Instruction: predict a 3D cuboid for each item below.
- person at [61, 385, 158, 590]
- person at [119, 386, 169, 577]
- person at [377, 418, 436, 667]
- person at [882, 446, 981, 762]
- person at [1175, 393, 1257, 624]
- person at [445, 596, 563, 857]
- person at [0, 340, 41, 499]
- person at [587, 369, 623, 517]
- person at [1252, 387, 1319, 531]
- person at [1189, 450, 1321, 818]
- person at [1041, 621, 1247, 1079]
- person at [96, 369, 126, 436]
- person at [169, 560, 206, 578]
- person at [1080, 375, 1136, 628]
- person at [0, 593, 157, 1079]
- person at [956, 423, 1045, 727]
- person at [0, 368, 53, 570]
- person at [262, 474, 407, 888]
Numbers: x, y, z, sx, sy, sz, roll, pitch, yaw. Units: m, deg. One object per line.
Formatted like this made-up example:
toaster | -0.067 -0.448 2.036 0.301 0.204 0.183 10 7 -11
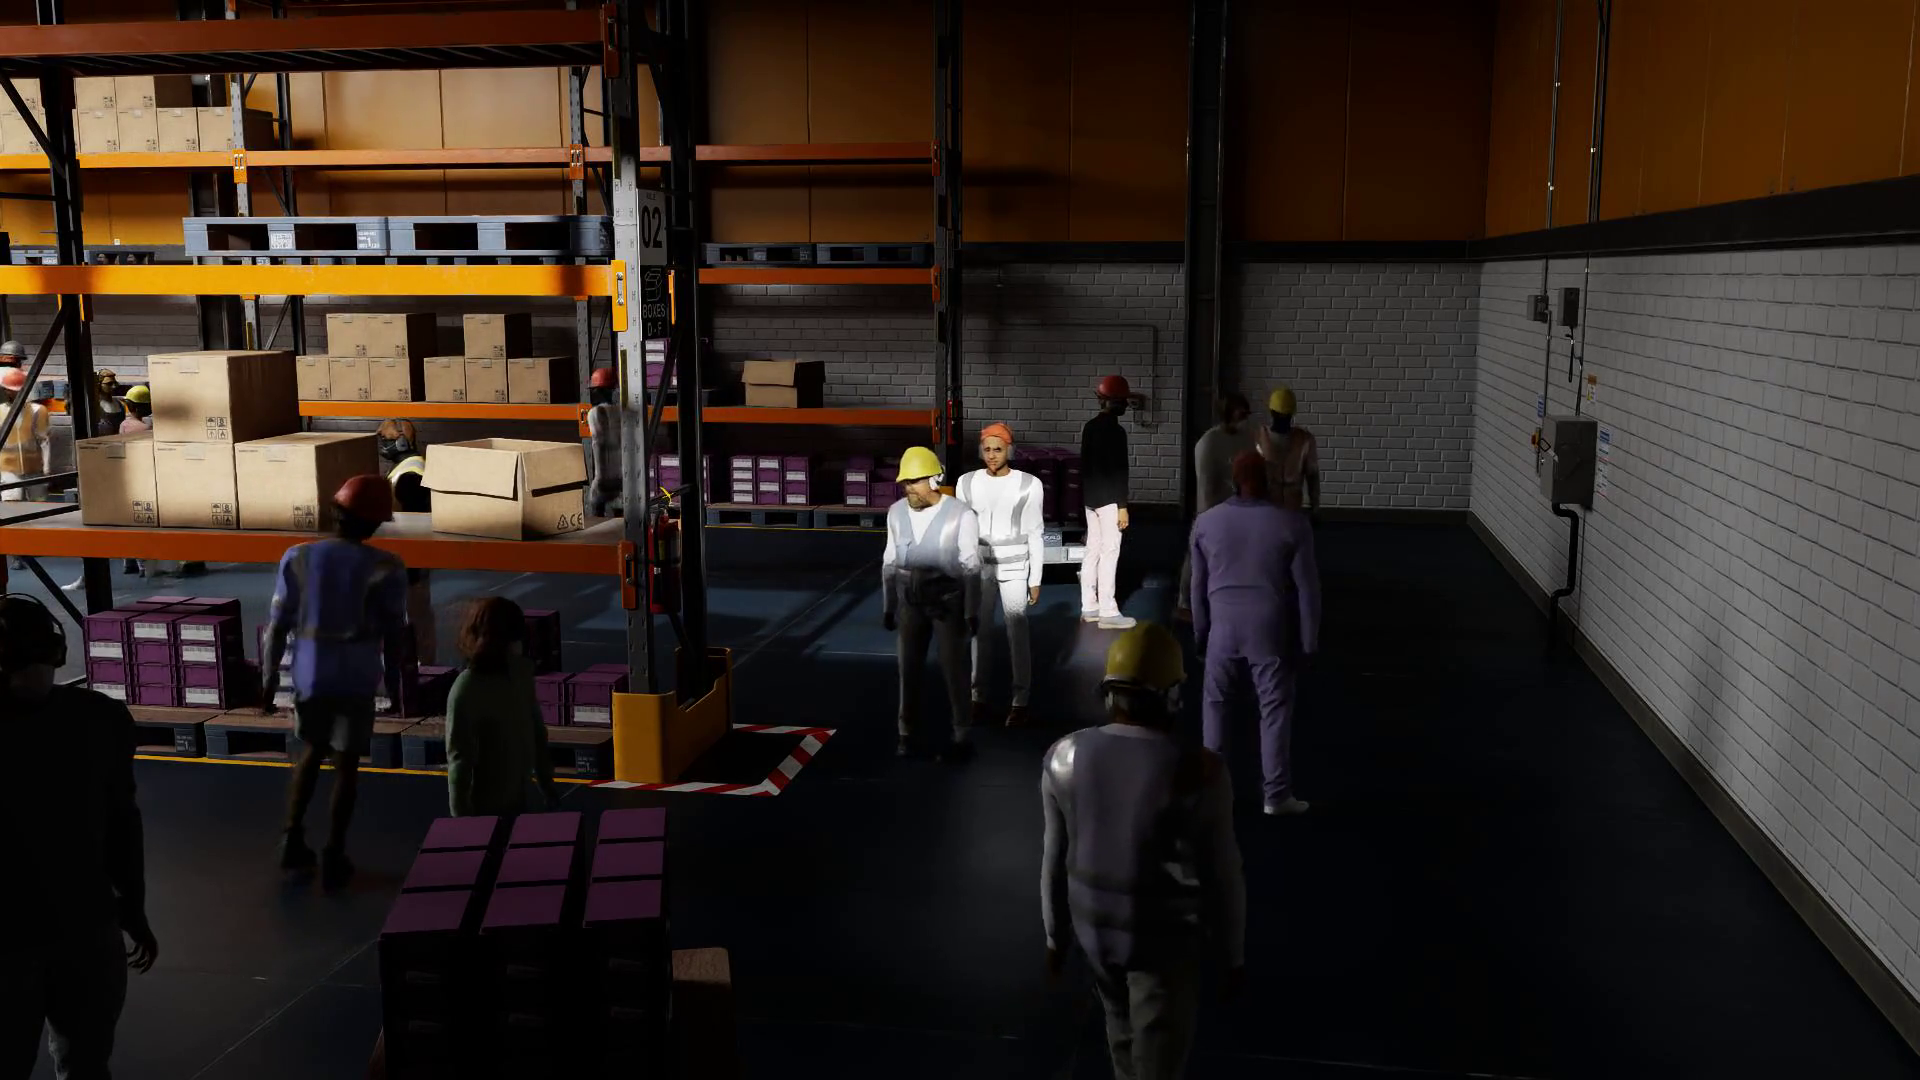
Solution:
person | -7.504 -0.458 14.575 0.765 1.845 0.533 -2 9 -15
person | -7.537 -0.541 15.330 0.521 1.758 0.350 7 12 38
person | -3.691 0.099 11.118 0.428 1.836 0.626 -3 10 -20
person | -0.170 0.363 9.531 0.616 1.816 0.432 5 11 30
person | 2.053 -0.206 12.888 0.650 1.871 1.091 -6 11 -33
person | -1.785 0.988 6.306 0.730 1.606 0.501 2 9 13
person | -10.667 -1.256 18.877 0.674 2.000 0.535 1 9 6
person | -3.307 -0.674 15.777 1.010 1.873 0.556 7 11 37
person | 2.573 -0.300 13.426 0.600 1.896 0.884 0 9 -1
person | 1.522 0.488 8.578 0.714 1.890 0.415 4 10 26
person | 0.508 1.131 4.806 0.600 1.802 0.865 6 11 32
person | -8.410 -0.771 16.474 0.345 1.846 0.508 2 9 15
person | -7.229 -0.573 15.426 0.439 1.791 0.758 1 9 7
person | 1.170 -0.305 13.127 0.393 1.990 0.616 -4 10 -22
person | -2.531 1.099 4.583 0.373 1.940 0.628 7 11 36
person | 0.239 0.214 10.272 0.579 1.878 0.346 3 10 20
person | -8.970 -0.699 15.897 0.546 1.905 0.873 -5 11 -30
person | -2.840 0.642 7.600 0.654 1.881 0.415 -1 9 -5
